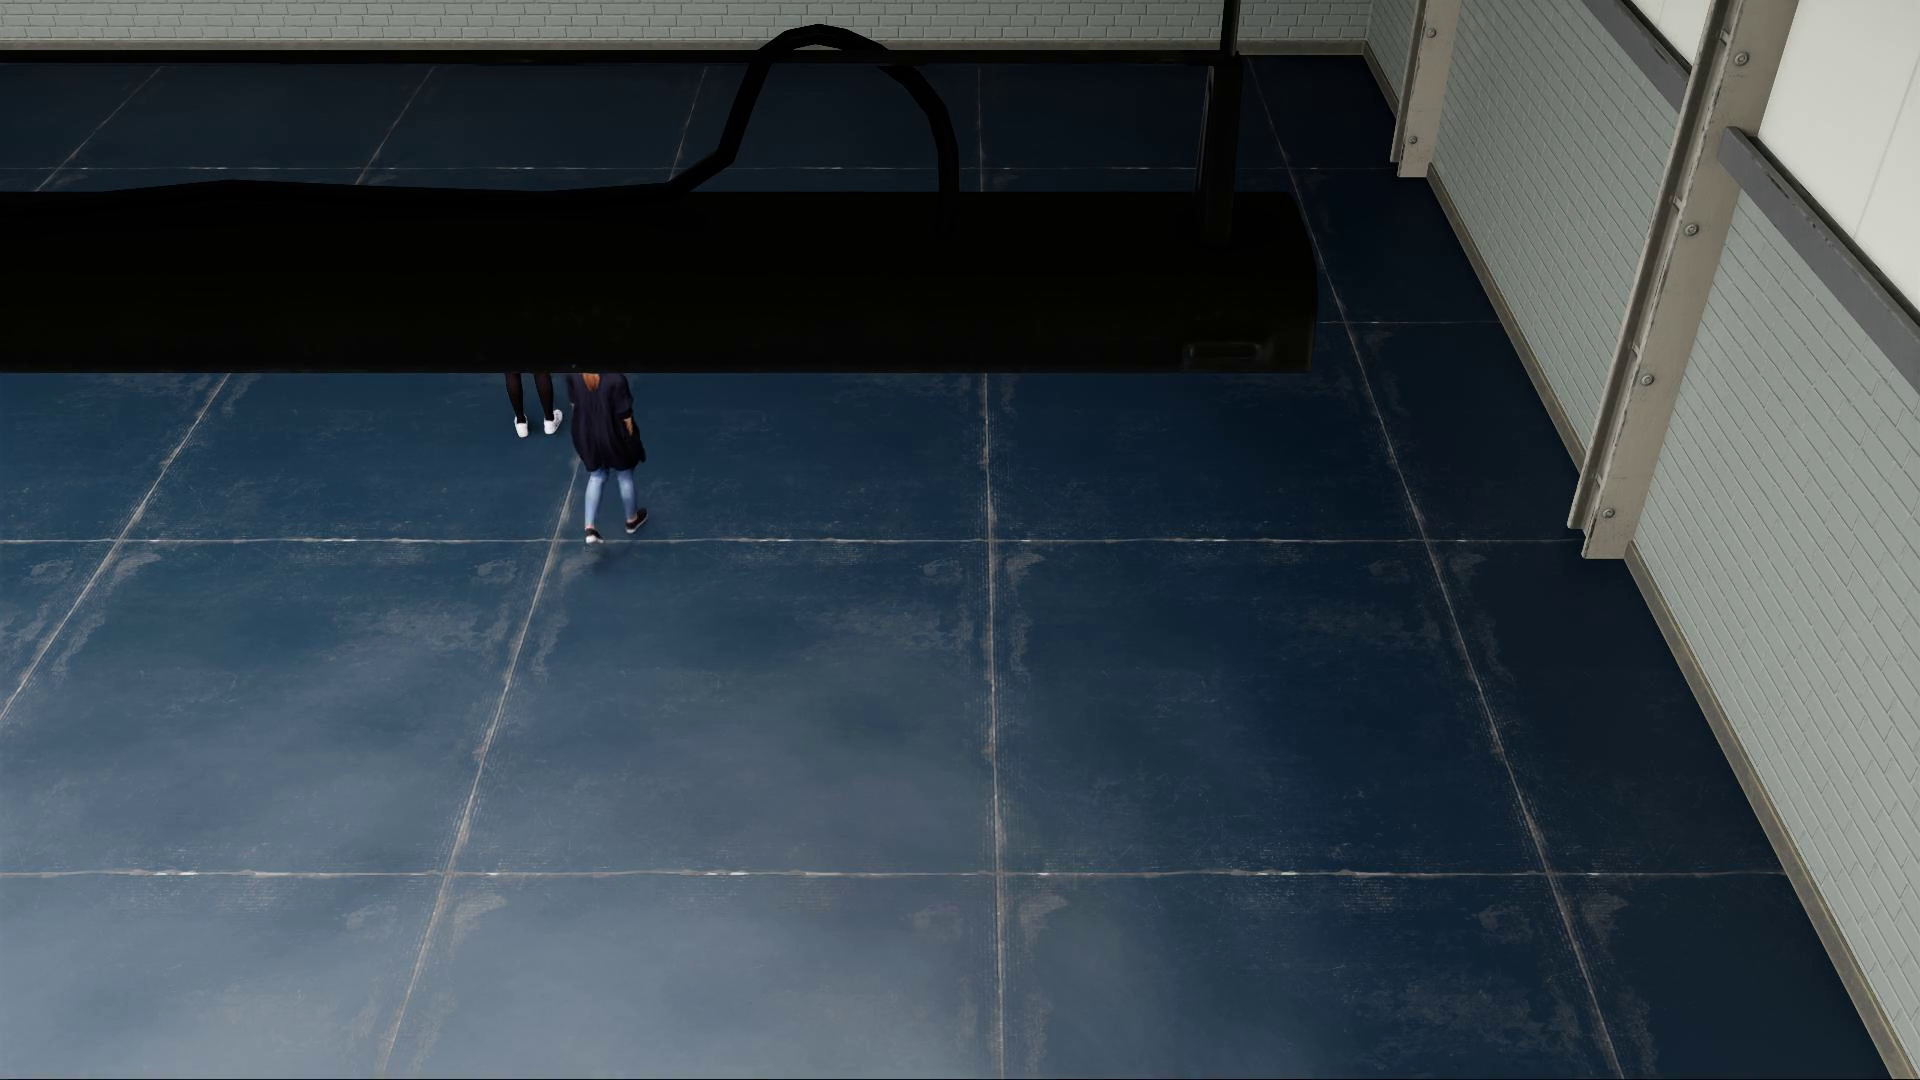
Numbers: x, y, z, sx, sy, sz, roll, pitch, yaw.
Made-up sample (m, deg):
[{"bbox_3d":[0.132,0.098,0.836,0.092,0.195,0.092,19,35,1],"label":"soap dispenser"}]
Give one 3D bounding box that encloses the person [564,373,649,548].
[{"bbox_3d":[-2.357,-0.644,10.907,0.788,1.676,0.976,10,38,13],"label":"person"}]
